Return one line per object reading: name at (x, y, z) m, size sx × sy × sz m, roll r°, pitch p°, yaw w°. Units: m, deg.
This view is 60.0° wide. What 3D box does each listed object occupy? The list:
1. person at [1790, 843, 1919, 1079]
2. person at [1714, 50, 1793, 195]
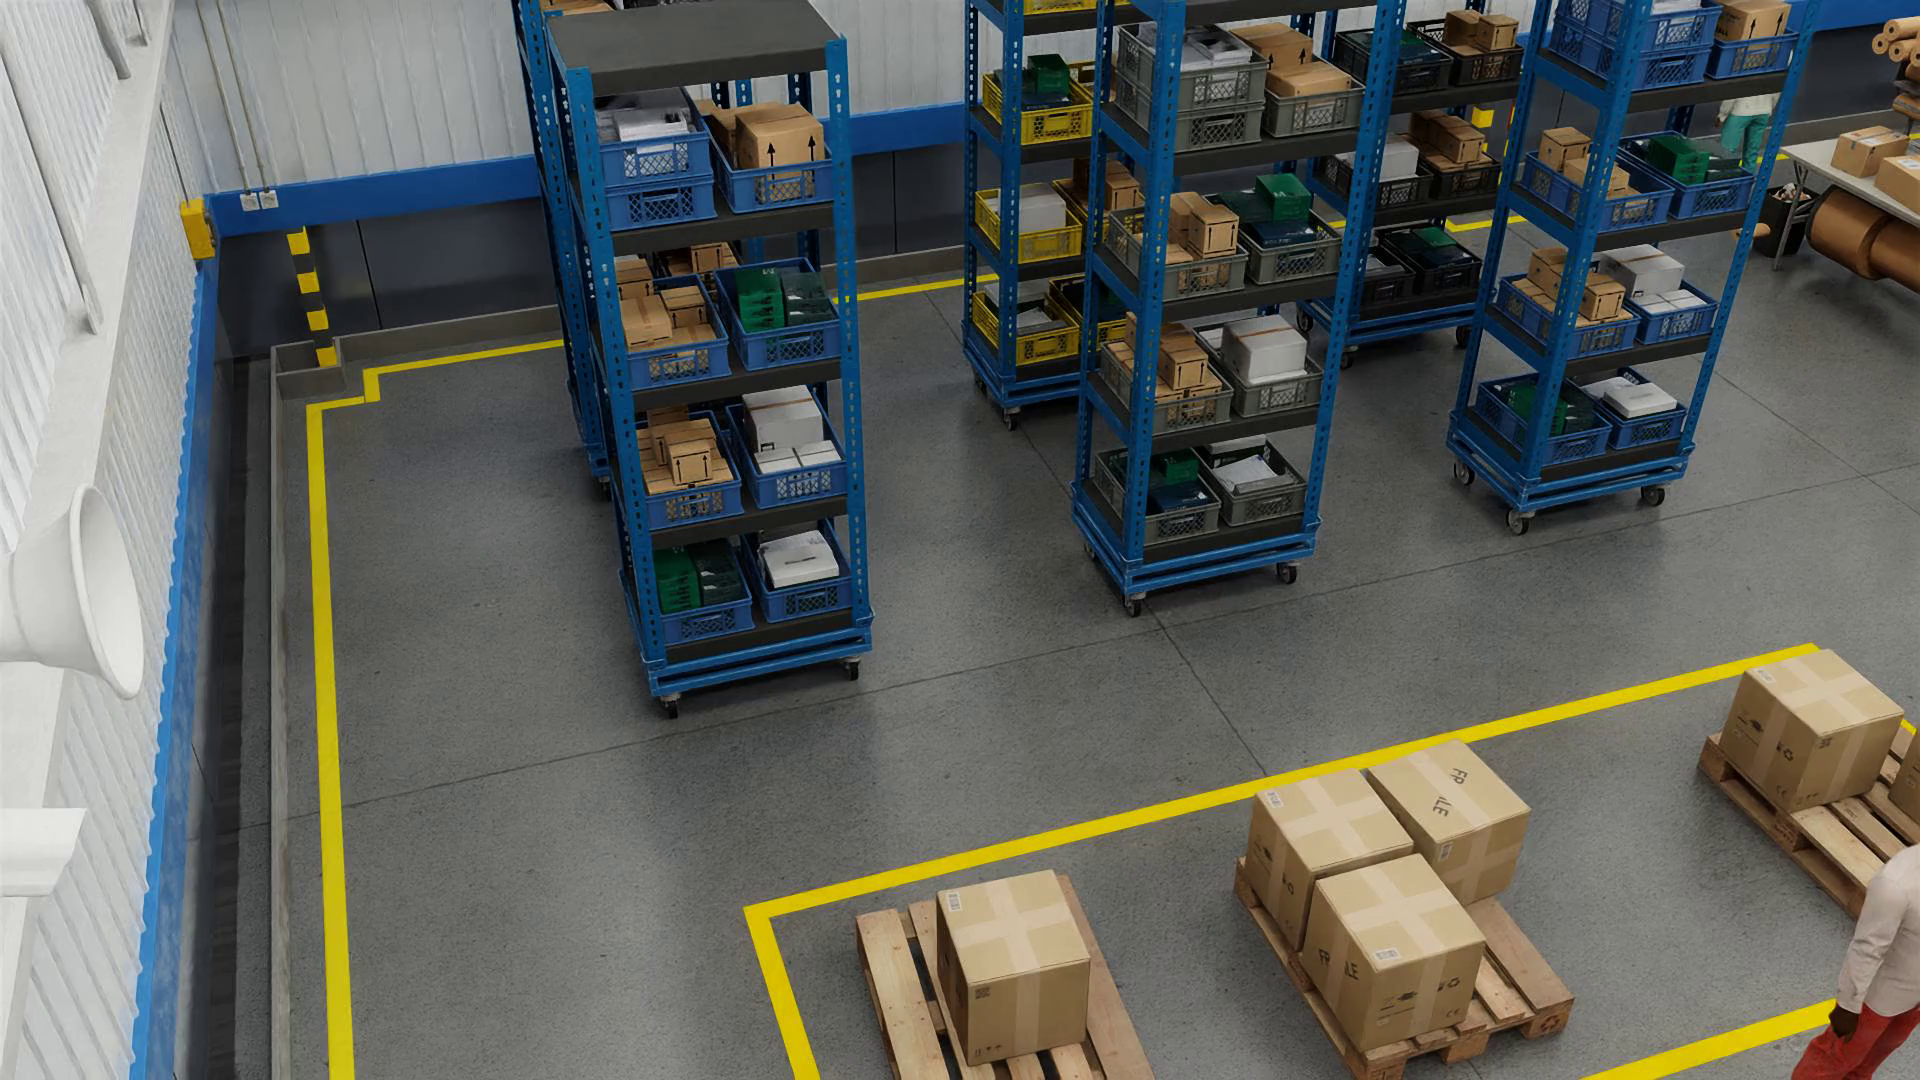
person at (3.516, 1.649, 6.221) m, size 0.615 × 1.994 × 0.378 m, roll -15°, pitch 38°, yaw -20°
person at (6.520, -3.550, 13.789) m, size 0.524 × 1.768 × 0.307 m, roll -8°, pitch 36°, yaw -11°
